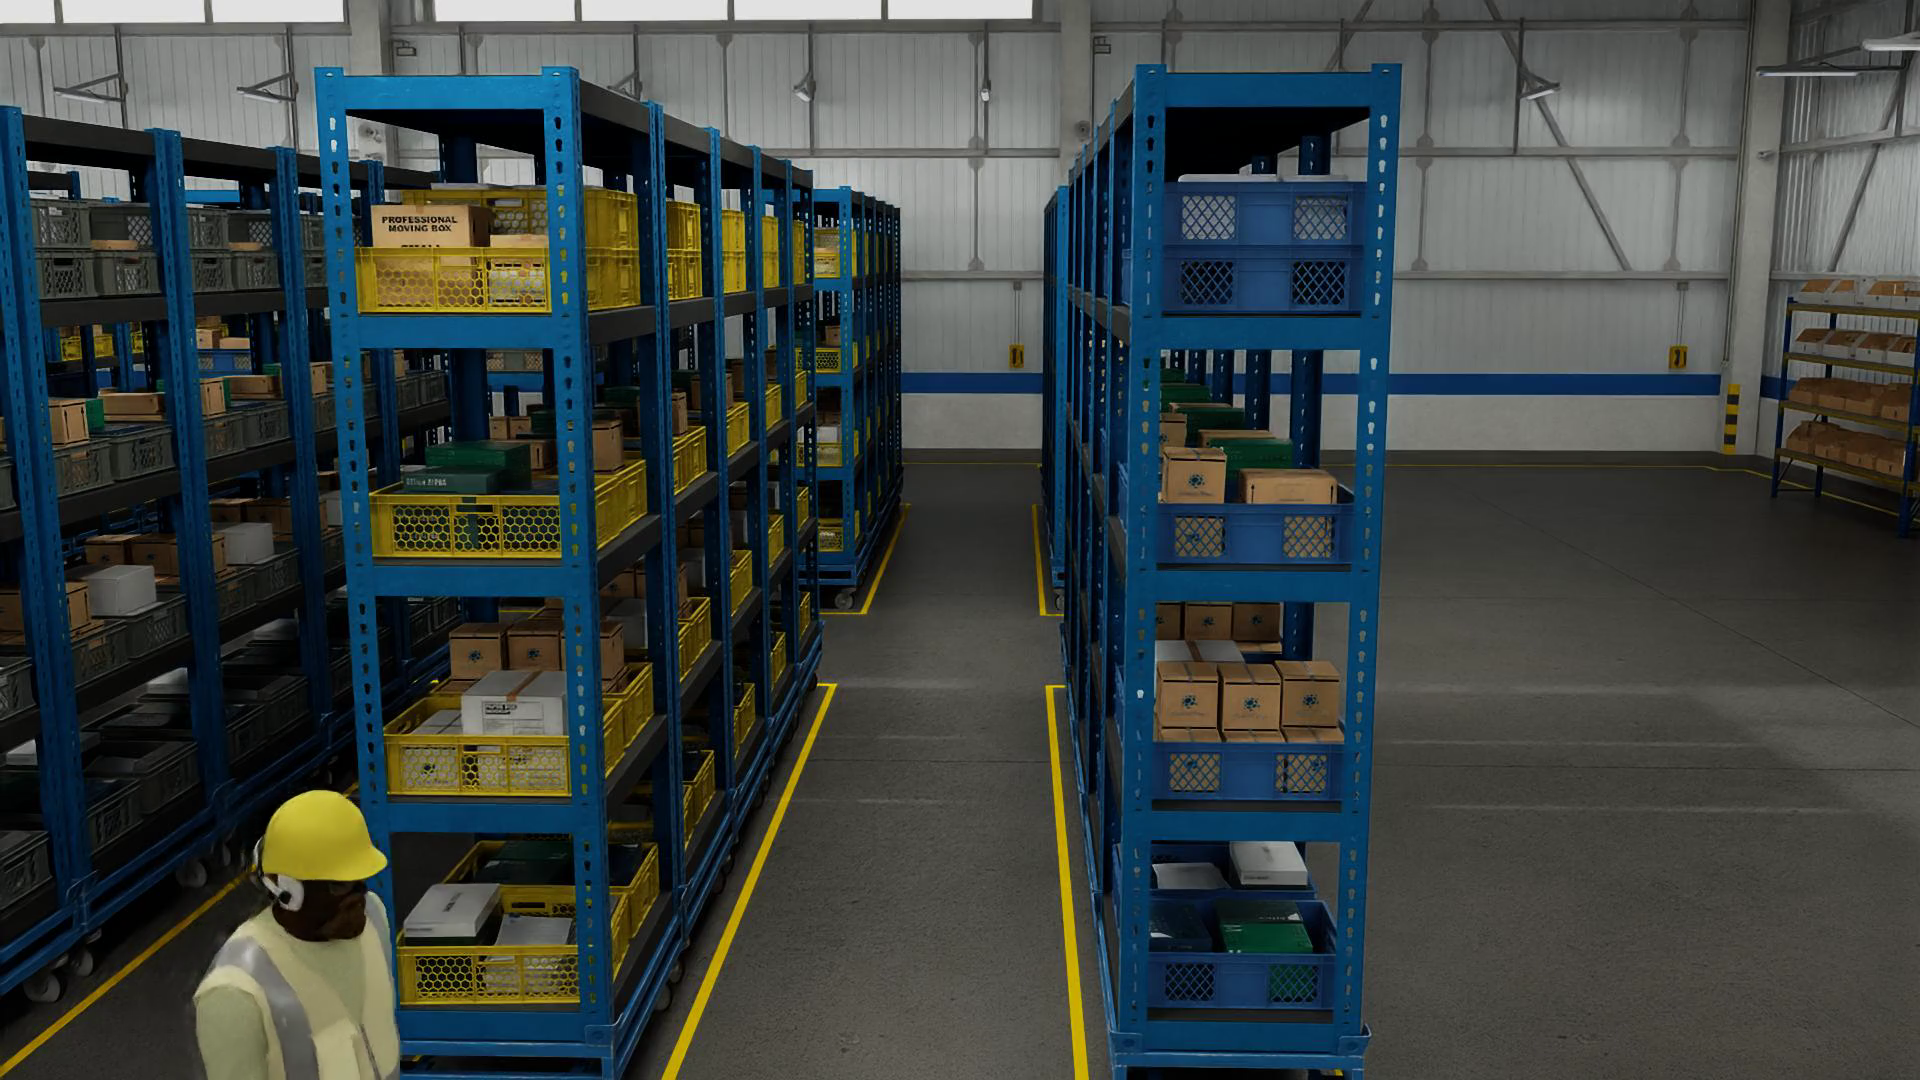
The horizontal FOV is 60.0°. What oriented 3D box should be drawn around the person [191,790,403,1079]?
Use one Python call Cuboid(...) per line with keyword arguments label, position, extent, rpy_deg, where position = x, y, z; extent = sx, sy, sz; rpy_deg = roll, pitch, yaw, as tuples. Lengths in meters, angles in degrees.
Cuboid(label="person", position=(-1.528, 1.463, 3.968), extent=(0.431, 1.814, 0.613), rpy_deg=(4, 10, 20))
